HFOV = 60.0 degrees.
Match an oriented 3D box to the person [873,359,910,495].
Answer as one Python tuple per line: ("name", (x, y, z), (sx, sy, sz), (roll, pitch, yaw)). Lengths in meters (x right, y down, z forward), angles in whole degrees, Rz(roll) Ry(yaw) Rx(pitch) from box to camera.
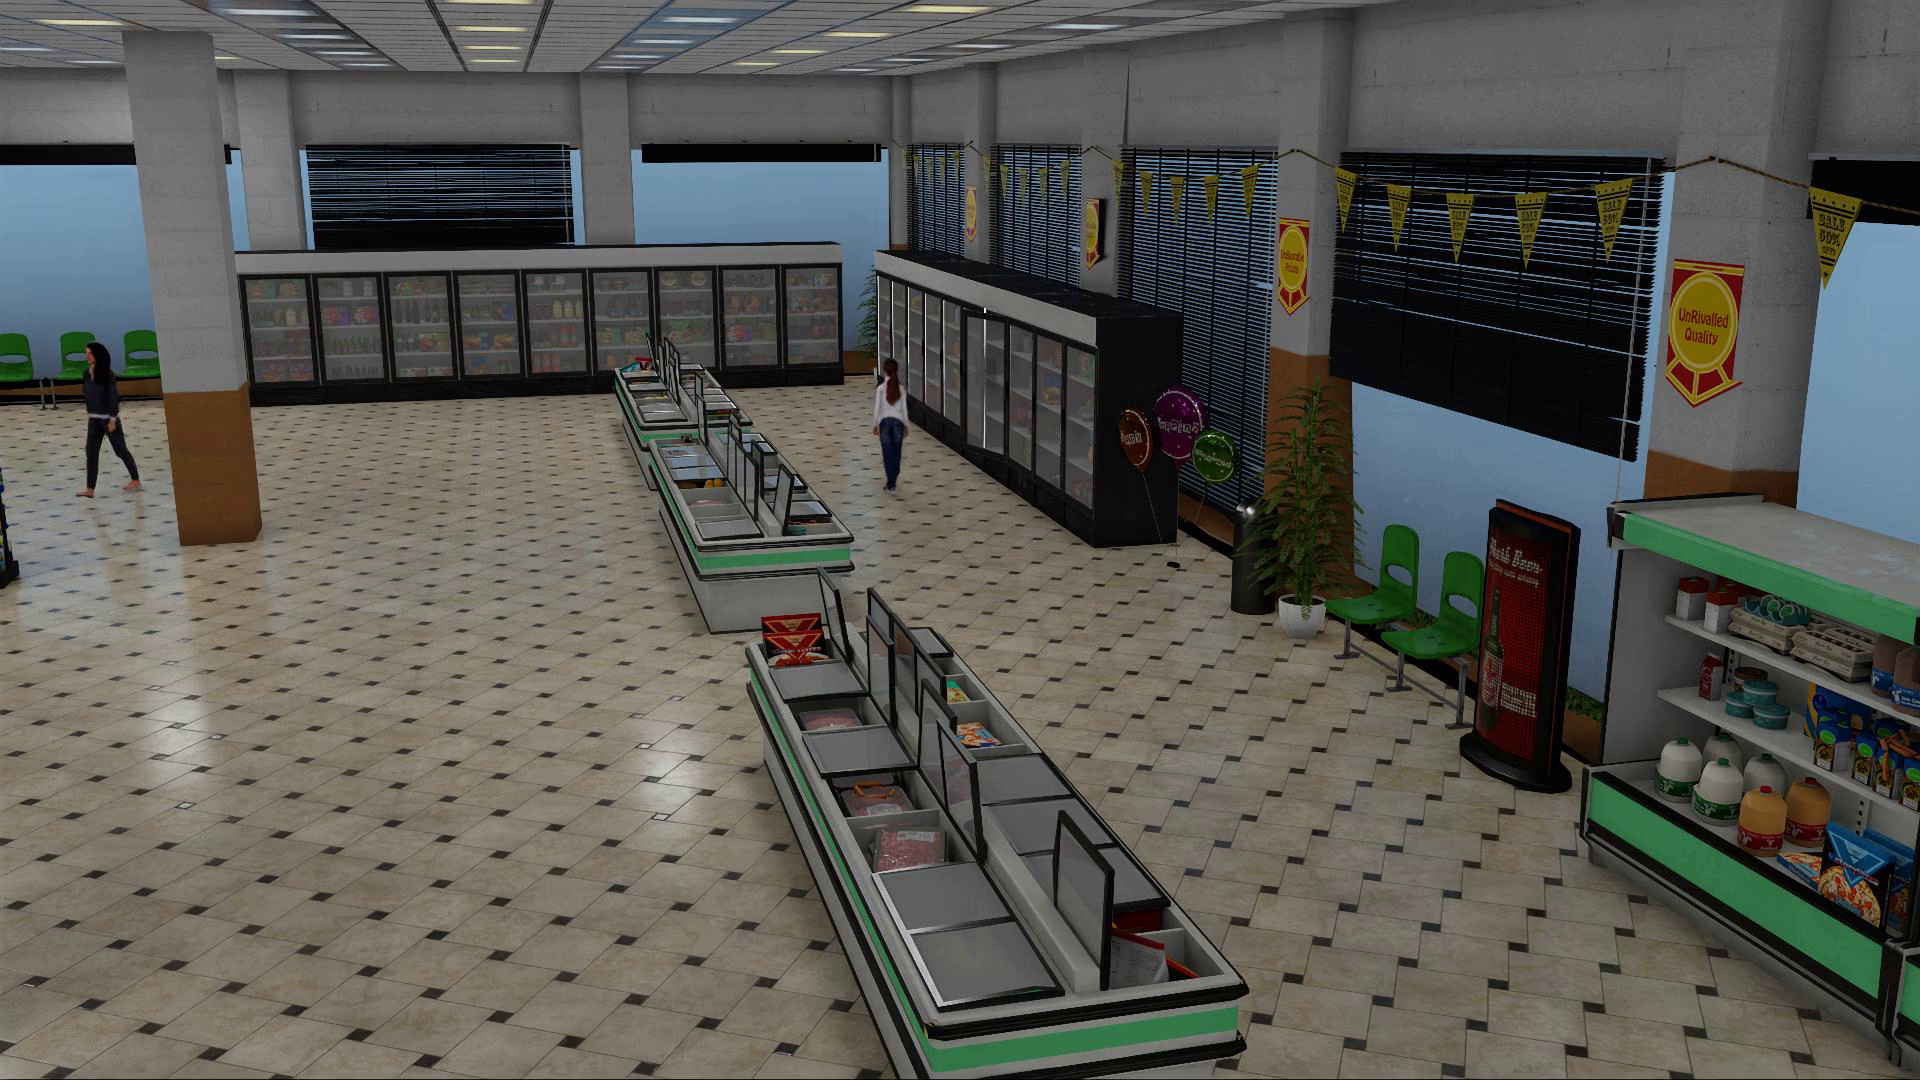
("person", (-0.783, -1.272, 19.011), (0.540, 1.518, 0.977), (-4, 14, -15))

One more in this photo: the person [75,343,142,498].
("person", (-9.664, -1.337, 18.931), (0.991, 1.683, 1.187), (4, 14, 16))
